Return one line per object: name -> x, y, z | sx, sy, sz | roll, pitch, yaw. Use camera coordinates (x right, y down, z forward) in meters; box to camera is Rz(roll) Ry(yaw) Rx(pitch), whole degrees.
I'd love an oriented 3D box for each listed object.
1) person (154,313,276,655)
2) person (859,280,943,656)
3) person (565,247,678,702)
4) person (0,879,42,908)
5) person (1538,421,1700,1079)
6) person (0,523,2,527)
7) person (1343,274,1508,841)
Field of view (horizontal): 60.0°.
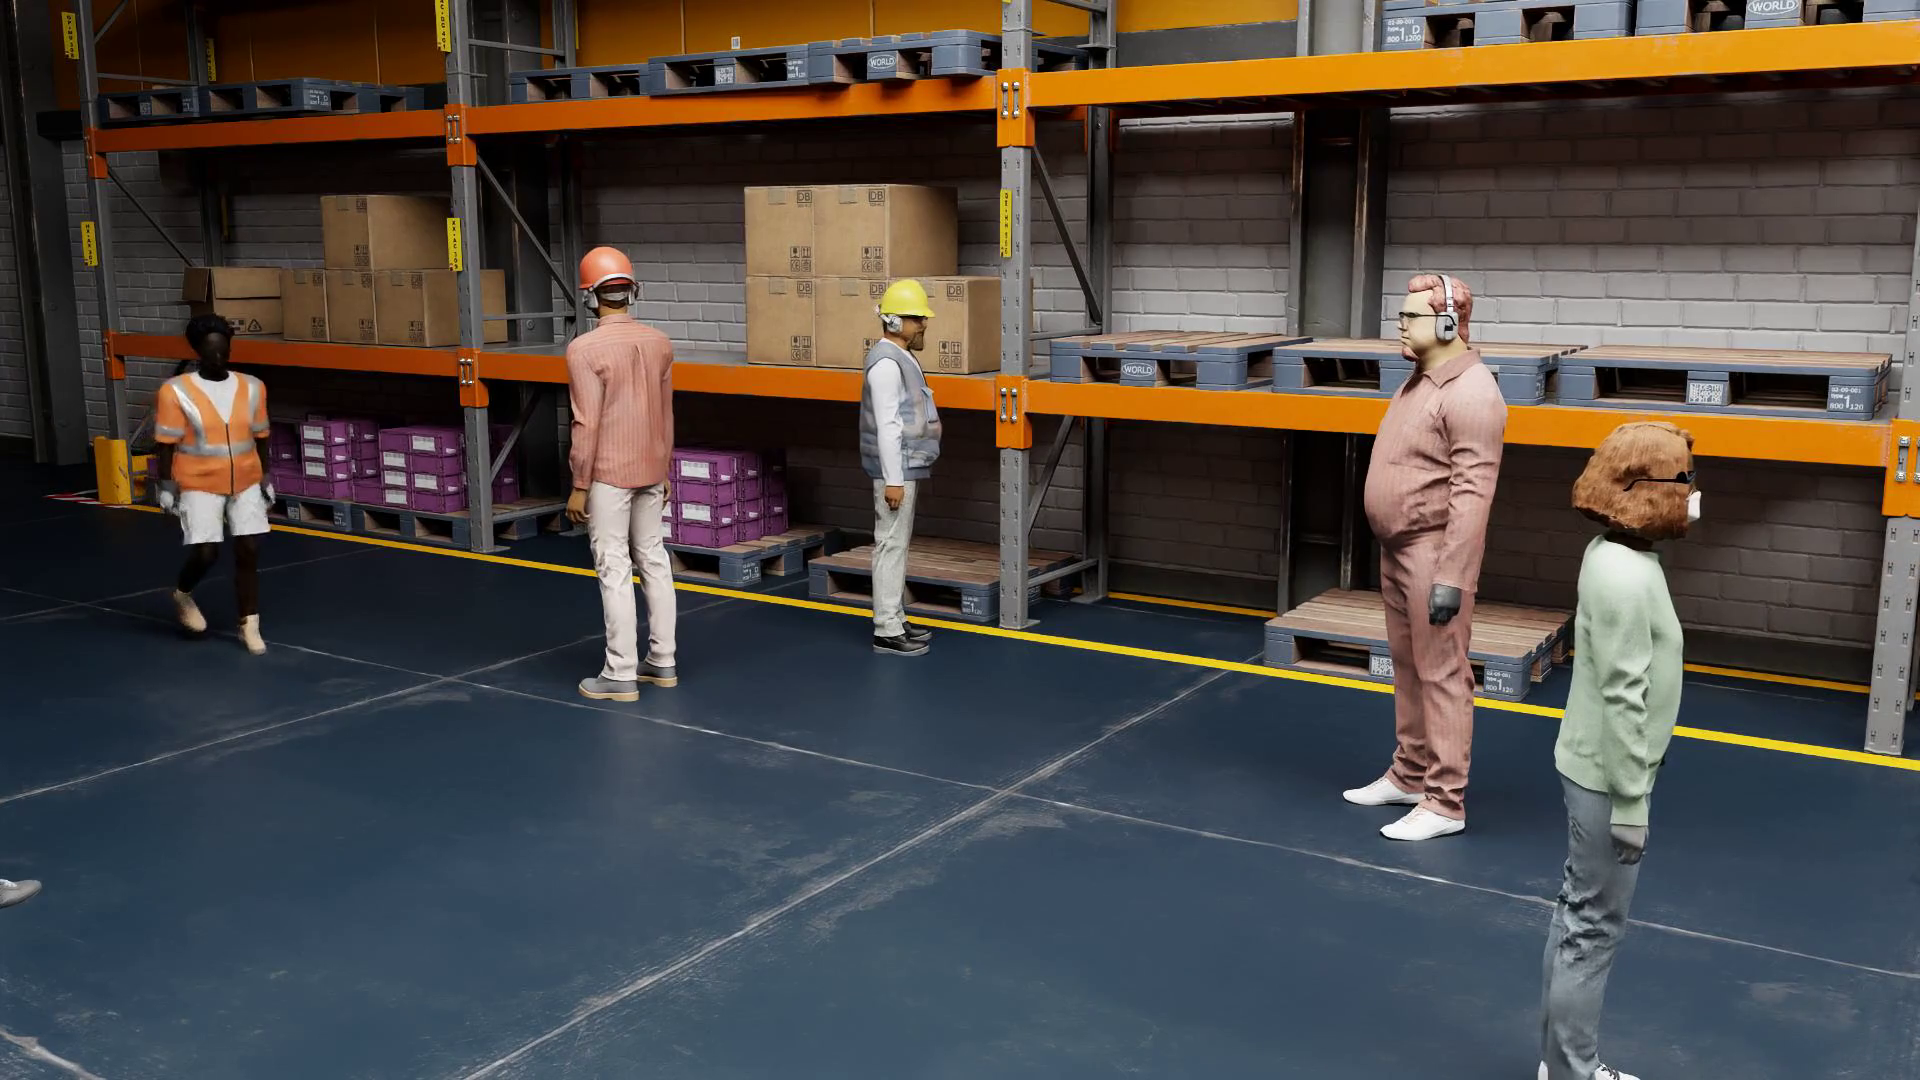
person -> -3.659, -0.276, 8.145 | 0.507, 1.676, 0.553 | 10, 14, 44
person -> -0.289, -0.357, 8.194 | 0.404, 1.827, 0.600 | 1, 10, 3
person -> -1.508, -0.288, 7.358 | 0.391, 1.990, 0.621 | 6, 12, 31
person -> -3.131, 0.228, 4.928 | 0.563, 1.838, 0.388 | 4, 11, 19
person -> 1.479, 0.546, 3.733 | 0.279, 1.634, 0.498 | 3, 11, 17
person -> -6.961, -0.940, 11.278 | 0.996, 1.884, 0.547 | 3, 11, 16
person -> 1.576, 0.060, 5.670 | 0.410, 1.909, 0.643 | -1, 10, -5
